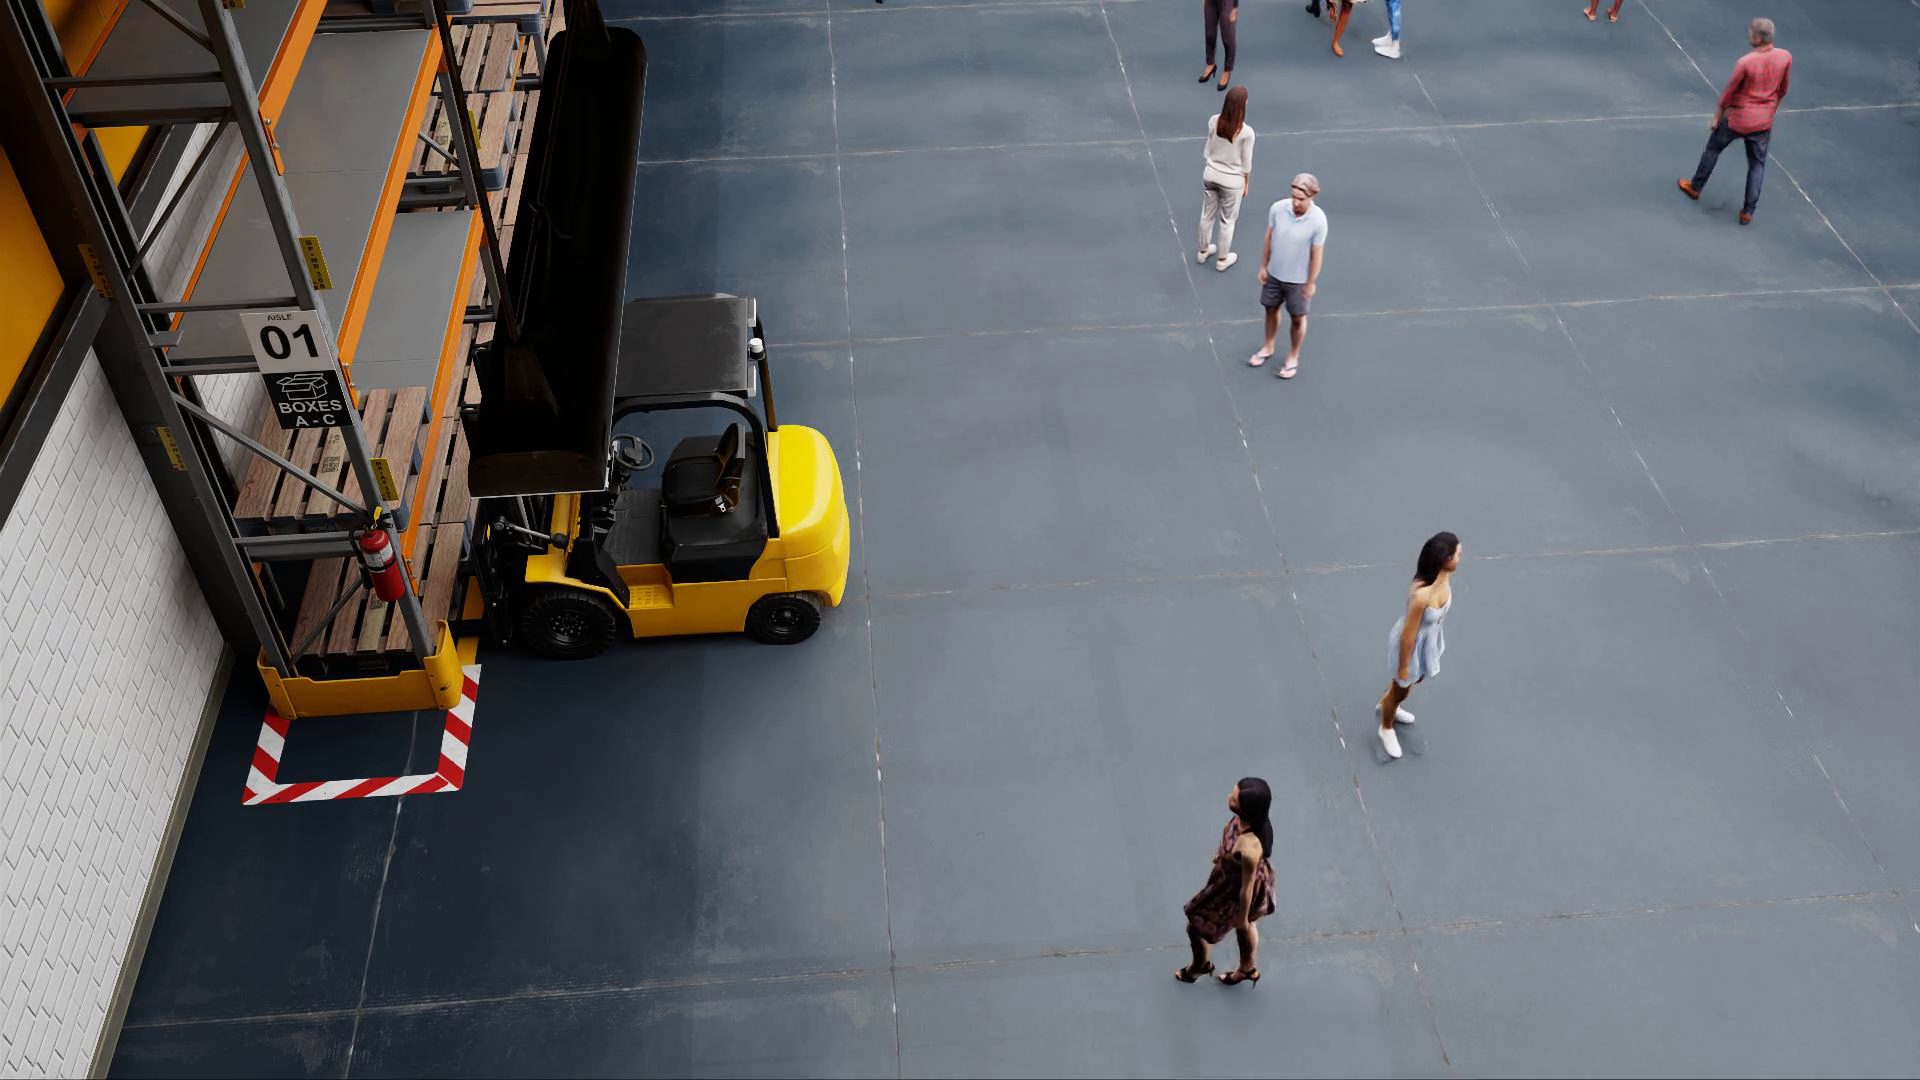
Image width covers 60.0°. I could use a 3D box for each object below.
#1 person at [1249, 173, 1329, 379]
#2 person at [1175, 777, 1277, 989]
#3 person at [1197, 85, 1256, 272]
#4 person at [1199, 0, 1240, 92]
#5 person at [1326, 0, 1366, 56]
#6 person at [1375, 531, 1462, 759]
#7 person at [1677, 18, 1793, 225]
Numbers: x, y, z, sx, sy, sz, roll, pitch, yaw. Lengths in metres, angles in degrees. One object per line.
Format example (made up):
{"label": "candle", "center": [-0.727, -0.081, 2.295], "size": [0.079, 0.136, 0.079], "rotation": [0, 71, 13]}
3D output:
{"label": "person", "center": [2.592, -2.090, 12.996], "size": [0.719, 1.824, 0.766], "rotation": [27, 50, 25]}
{"label": "person", "center": [1.567, 1.879, 8.879], "size": [0.801, 1.756, 0.746], "rotation": [7, 44, 7]}
{"label": "person", "center": [2.247, -3.077, 14.130], "size": [0.680, 1.688, 0.719], "rotation": [24, 49, 23]}
{"label": "person", "center": [2.602, -5.287, 16.464], "size": [0.656, 1.669, 0.730], "rotation": [34, 53, 30]}
{"label": "person", "center": [3.979, -5.879, 17.135], "size": [0.655, 1.601, 0.990], "rotation": [-1, 44, -1]}
{"label": "person", "center": [2.786, 0.654, 10.193], "size": [0.727, 1.717, 0.779], "rotation": [-24, 48, -23]}
{"label": "person", "center": [6.972, -3.677, 14.686], "size": [0.773, 1.791, 0.943], "rotation": [5, 44, 6]}
